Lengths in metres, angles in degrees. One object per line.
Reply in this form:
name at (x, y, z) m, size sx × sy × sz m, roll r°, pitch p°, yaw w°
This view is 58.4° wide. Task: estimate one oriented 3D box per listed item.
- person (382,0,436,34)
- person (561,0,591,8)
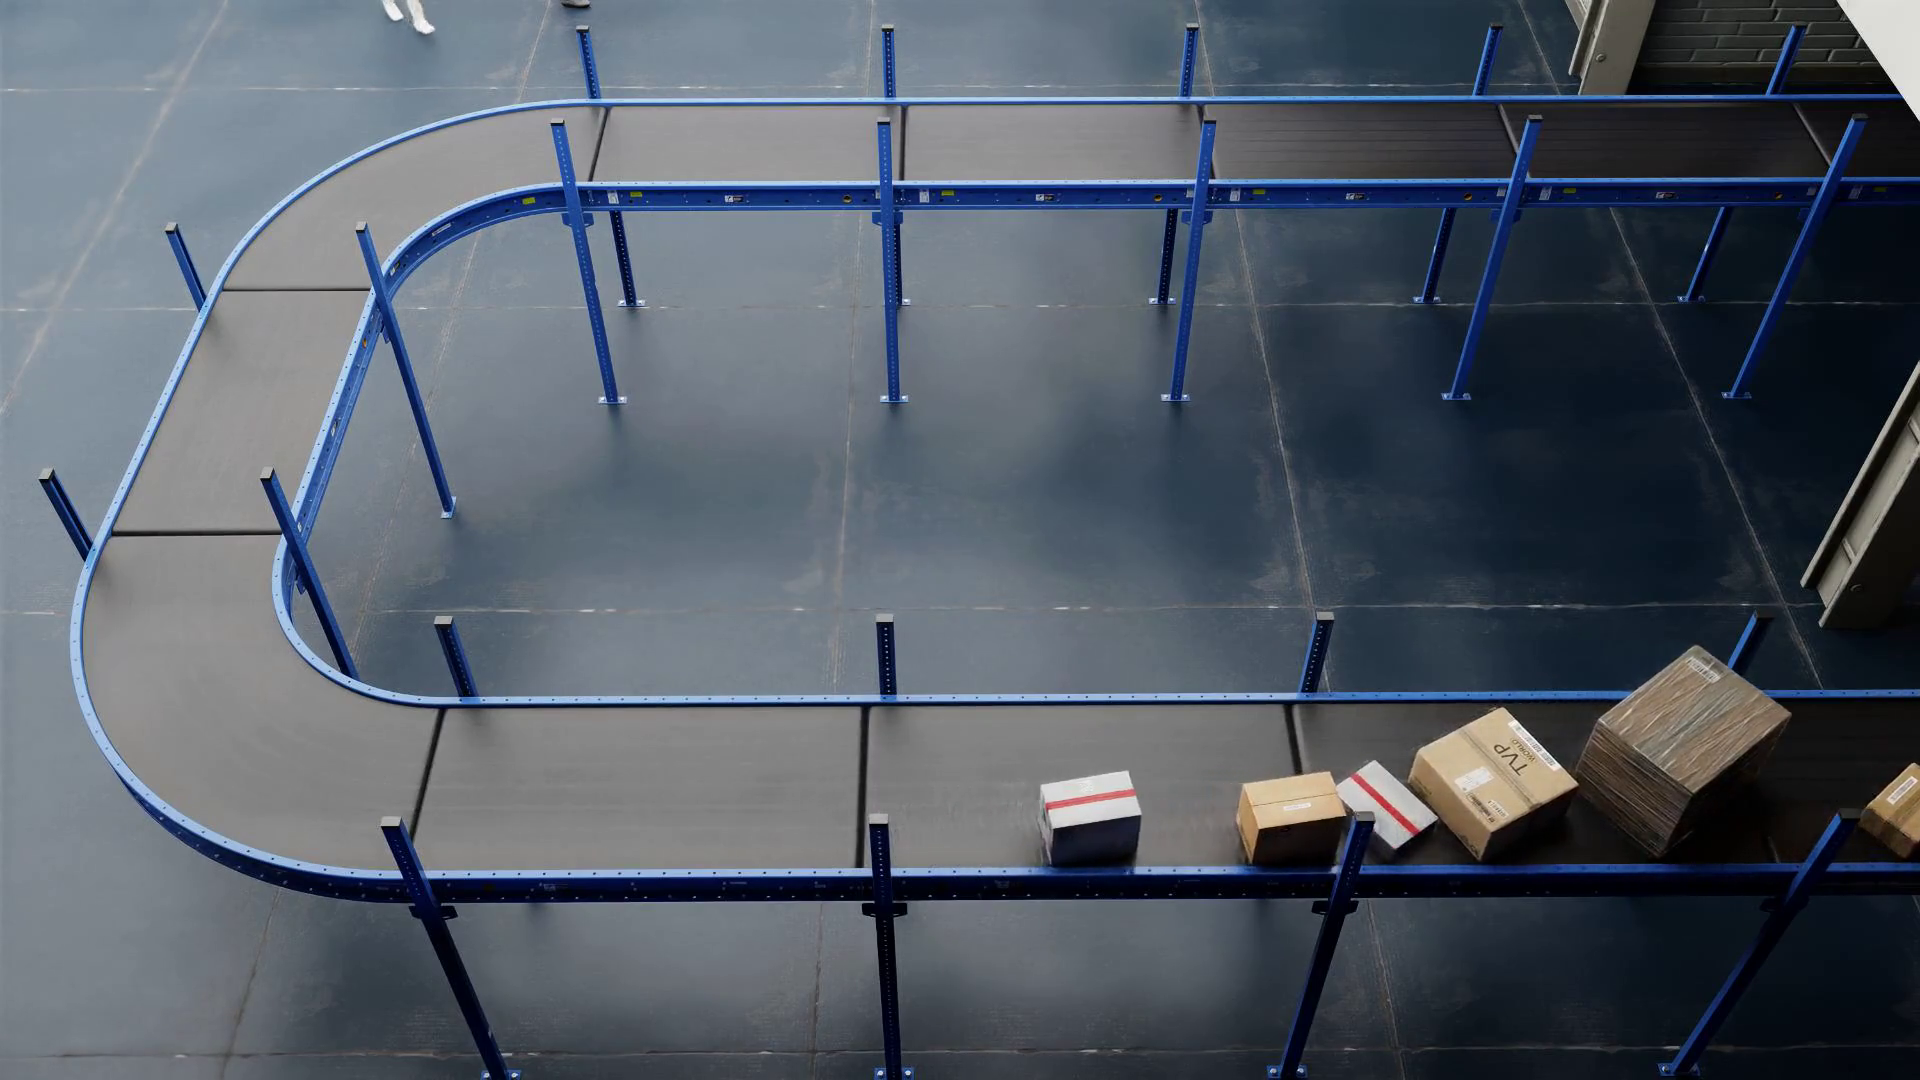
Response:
person at (-5.038, -5.287, 14.954) m, size 0.555 × 1.829 × 0.898 m, roll -28°, pitch 53°, yaw -24°
person at (-3.589, -5.652, 15.345) m, size 0.313 × 1.769 × 0.525 m, roll -9°, pitch 48°, yaw -9°
